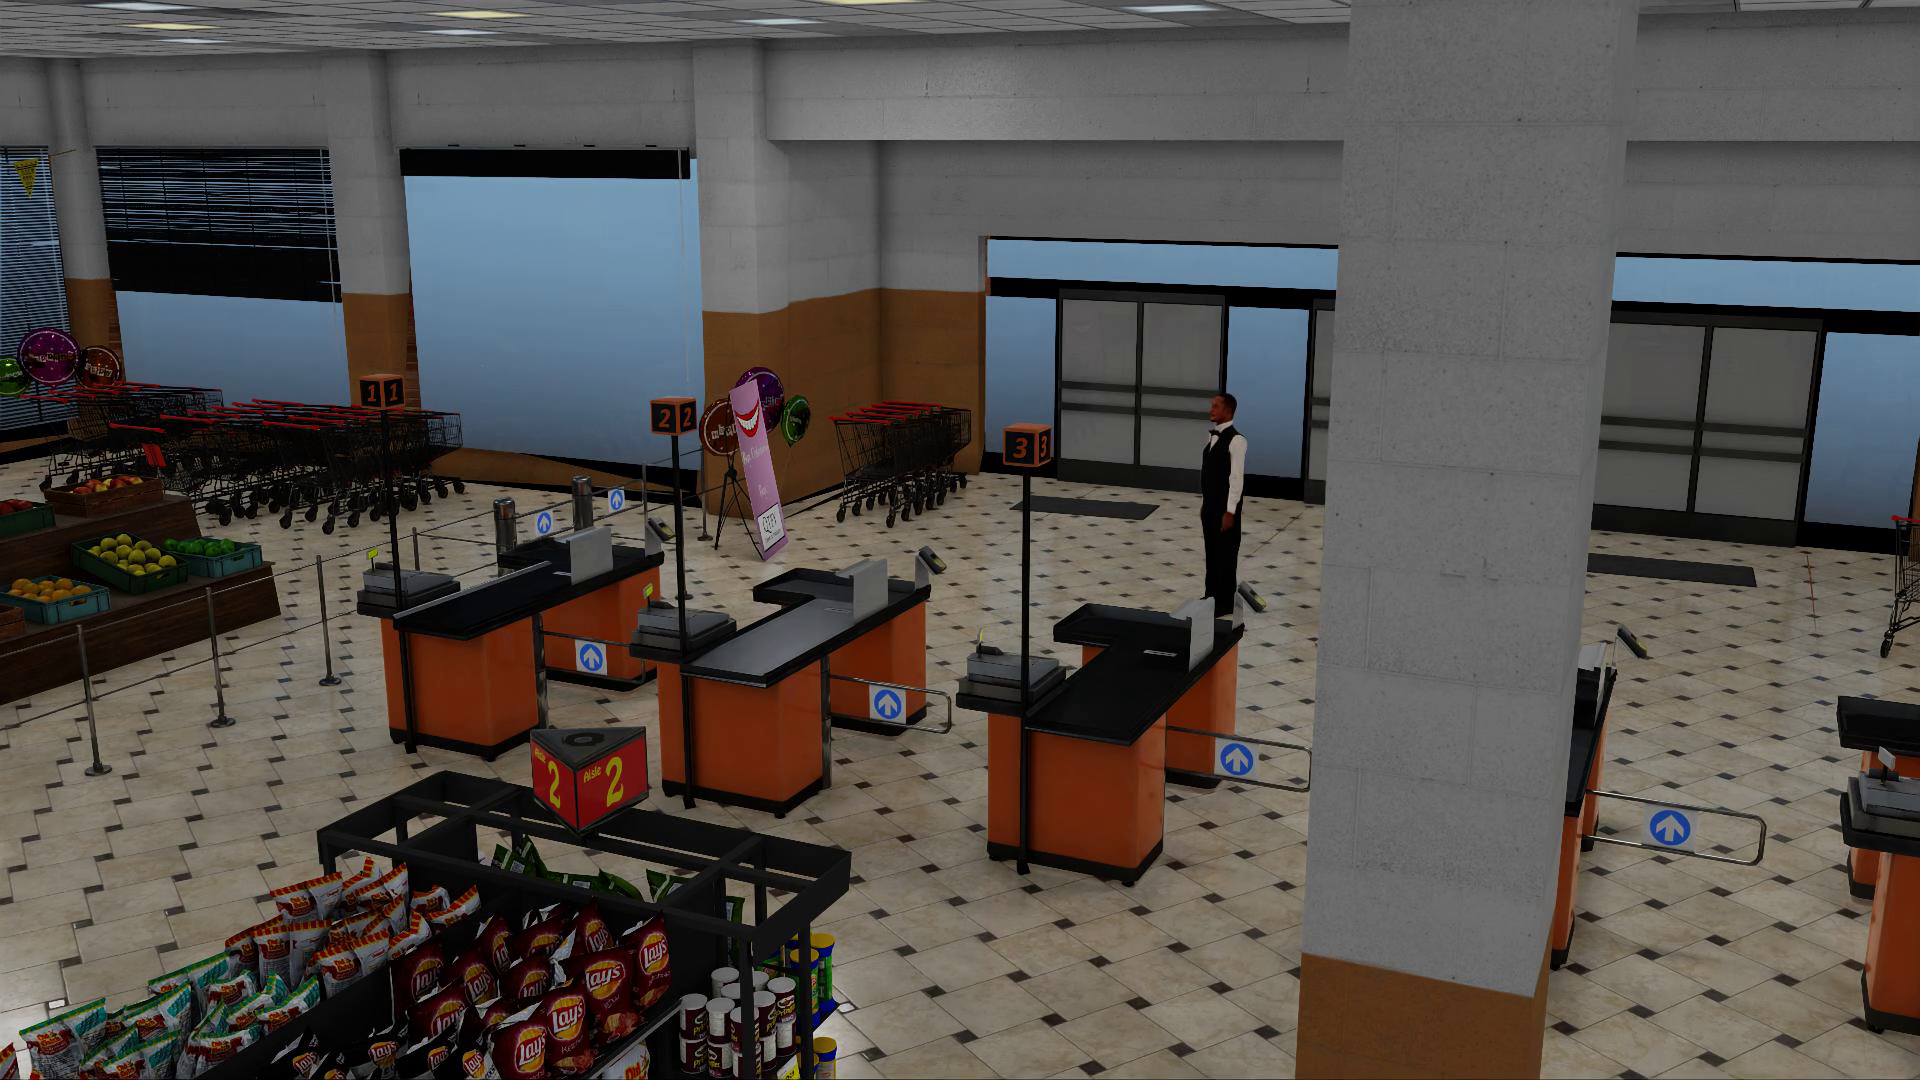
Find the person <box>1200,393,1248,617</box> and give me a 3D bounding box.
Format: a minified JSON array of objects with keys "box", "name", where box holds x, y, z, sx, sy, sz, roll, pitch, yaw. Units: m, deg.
[{"box":[2.260,-0.317,14.334,0.824,1.919,0.768,-5,15,-20],"name":"person"}]
